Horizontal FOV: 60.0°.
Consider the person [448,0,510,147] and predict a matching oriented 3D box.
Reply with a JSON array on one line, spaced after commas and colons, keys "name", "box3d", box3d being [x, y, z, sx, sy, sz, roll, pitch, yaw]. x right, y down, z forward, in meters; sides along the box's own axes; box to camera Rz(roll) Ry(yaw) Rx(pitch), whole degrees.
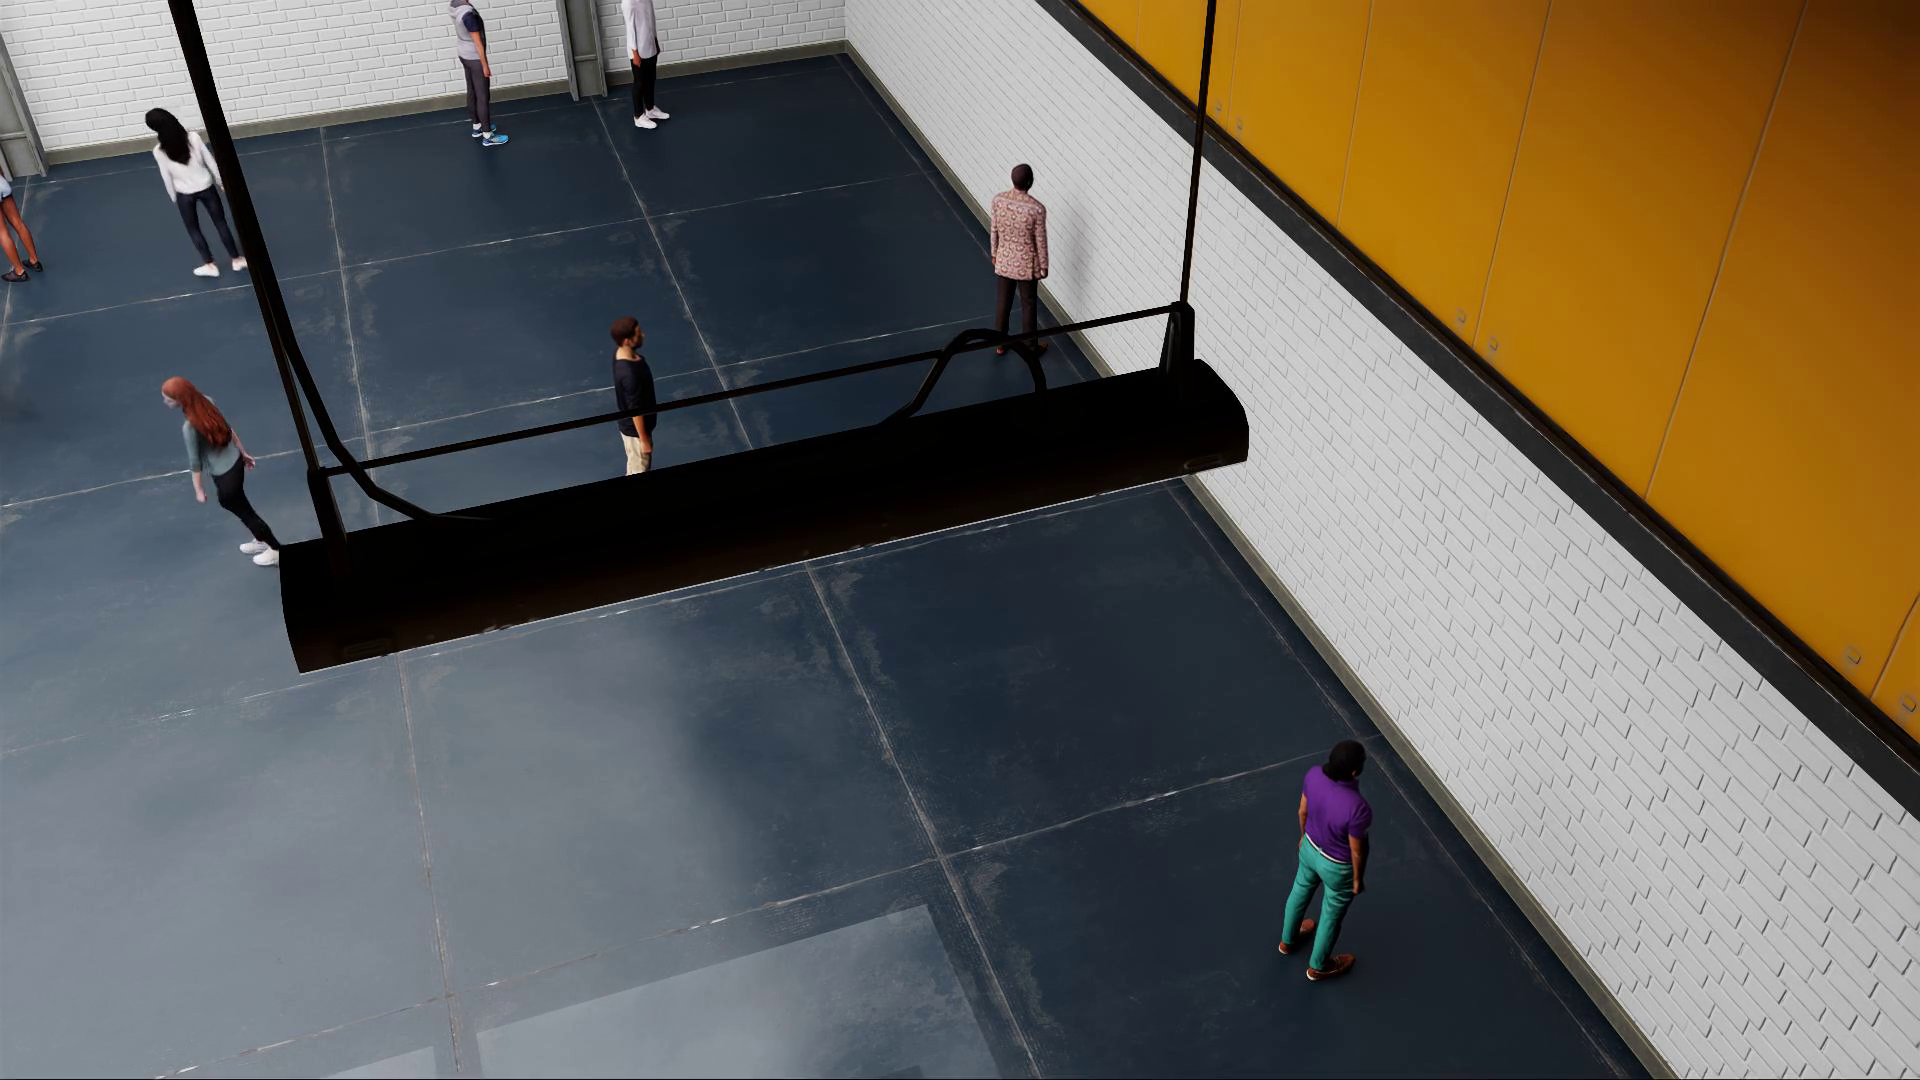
[{"name": "person", "box3d": [-5.234, -5.172, 17.866, 0.670, 1.828, 0.755, -24, 45, -27]}]

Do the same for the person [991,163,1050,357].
[{"name": "person", "box3d": [0.506, -2.412, 14.426, 0.772, 1.808, 0.826, 17, 42, 20]}]

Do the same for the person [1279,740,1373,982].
[{"name": "person", "box3d": [2.047, 1.761, 9.233, 0.671, 1.768, 0.689, -25, 45, -27]}]

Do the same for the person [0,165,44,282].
[{"name": "person", "box3d": [-9.031, -3.250, 15.527, 0.692, 1.745, 0.671, 9, 39, 11]}]

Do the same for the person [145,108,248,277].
[{"name": "person", "box3d": [-7.110, -3.275, 15.612, 0.586, 1.677, 0.859, -14, 41, -17]}]

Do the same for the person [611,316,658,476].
[{"name": "person", "box3d": [-2.432, -0.856, 12.441, 0.544, 1.854, 0.632, -11, 40, -13]}]

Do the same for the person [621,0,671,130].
[{"name": "person", "box3d": [-3.487, -5.419, 18.194, 0.763, 1.805, 0.705, 16, 41, 19]}]

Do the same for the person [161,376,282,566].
[{"name": "person", "box3d": [-5.268, -0.483, 12.095, 0.765, 1.703, 0.703, 6, 39, 7]}]
